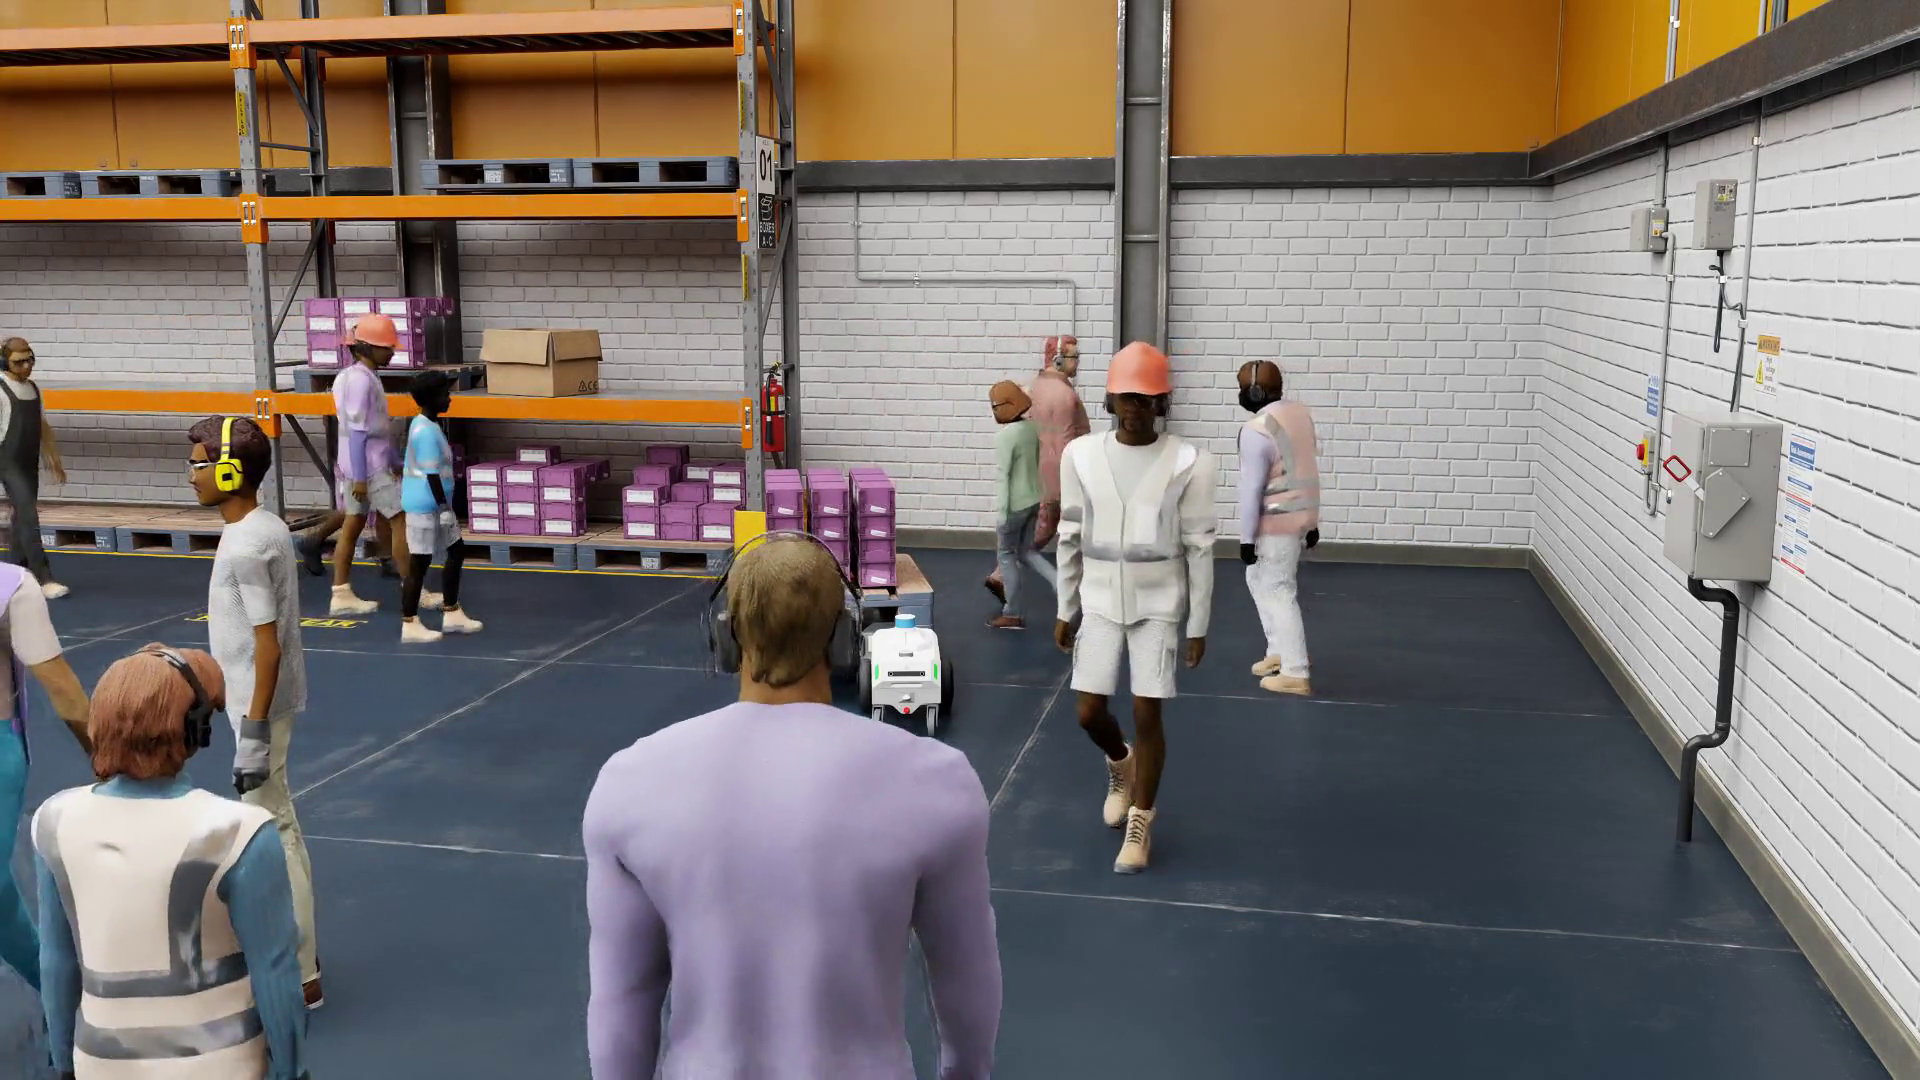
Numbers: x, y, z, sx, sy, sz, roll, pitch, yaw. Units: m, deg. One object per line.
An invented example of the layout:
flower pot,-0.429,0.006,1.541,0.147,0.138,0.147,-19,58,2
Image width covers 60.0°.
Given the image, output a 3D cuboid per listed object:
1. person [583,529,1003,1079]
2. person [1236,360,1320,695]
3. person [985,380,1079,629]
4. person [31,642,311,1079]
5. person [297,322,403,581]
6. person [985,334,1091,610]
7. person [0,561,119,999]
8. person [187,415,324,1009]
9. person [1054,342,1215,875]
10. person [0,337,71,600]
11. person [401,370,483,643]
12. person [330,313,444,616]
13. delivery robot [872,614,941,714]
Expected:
person,-0.242,0.922,2.767,0.635,1.899,0.897,1,10,8
person,1.715,-0.070,9.041,0.582,1.803,0.640,7,12,35
person,0.434,-0.201,10.439,0.579,1.607,0.514,5,11,30
person,-1.473,1.005,3.116,0.515,1.627,0.399,2,10,14
person,-4.430,-0.637,12.135,0.813,1.918,0.557,1,10,8
person,0.626,-0.434,11.107,0.901,1.886,0.649,-3,10,-16
person,-2.758,0.662,4.693,0.619,1.778,0.985,1,9,5
person,-2.180,0.547,5.126,0.313,1.869,0.538,-3,10,-19
person,0.673,0.253,6.408,0.627,2.030,0.524,3,10,20
person,-6.422,-0.494,11.552,0.674,1.812,0.618,1,9,5
person,-3.186,-0.202,10.214,0.625,1.671,0.552,-3,10,-16
person,-3.783,-0.490,10.987,0.918,1.986,0.640,-4,10,-23
delivery robot,-0.274,0.618,8.368,0.477,0.478,0.707,0,9,-3
